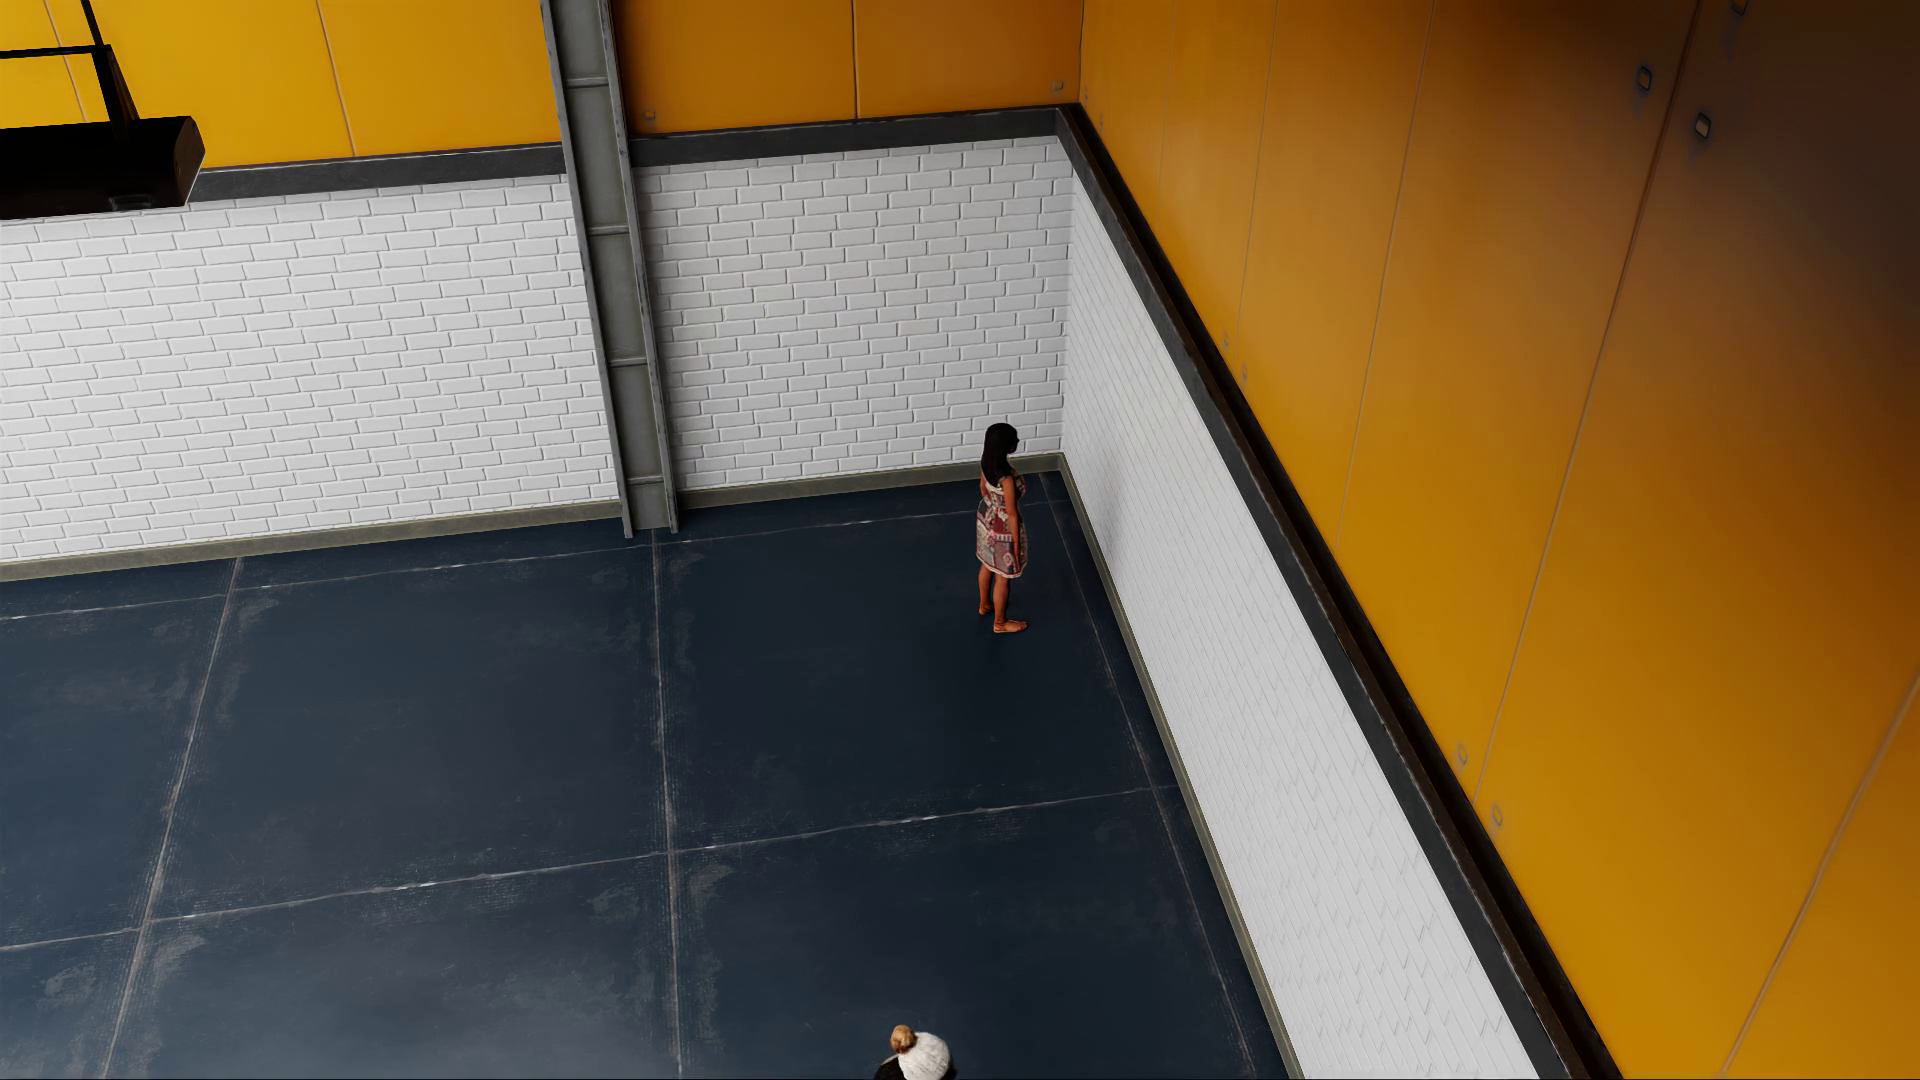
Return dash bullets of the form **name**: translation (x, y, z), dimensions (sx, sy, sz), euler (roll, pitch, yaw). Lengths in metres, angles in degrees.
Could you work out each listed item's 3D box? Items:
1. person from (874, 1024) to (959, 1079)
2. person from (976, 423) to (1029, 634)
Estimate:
- **person**: translation (-0.281, 2.773, 7.359), dimensions (0.851, 1.887, 0.798), euler (-3, 39, -3)
- **person**: translation (0.264, -0.094, 11.143), dimensions (0.624, 1.645, 0.703), euler (-16, 41, -19)
